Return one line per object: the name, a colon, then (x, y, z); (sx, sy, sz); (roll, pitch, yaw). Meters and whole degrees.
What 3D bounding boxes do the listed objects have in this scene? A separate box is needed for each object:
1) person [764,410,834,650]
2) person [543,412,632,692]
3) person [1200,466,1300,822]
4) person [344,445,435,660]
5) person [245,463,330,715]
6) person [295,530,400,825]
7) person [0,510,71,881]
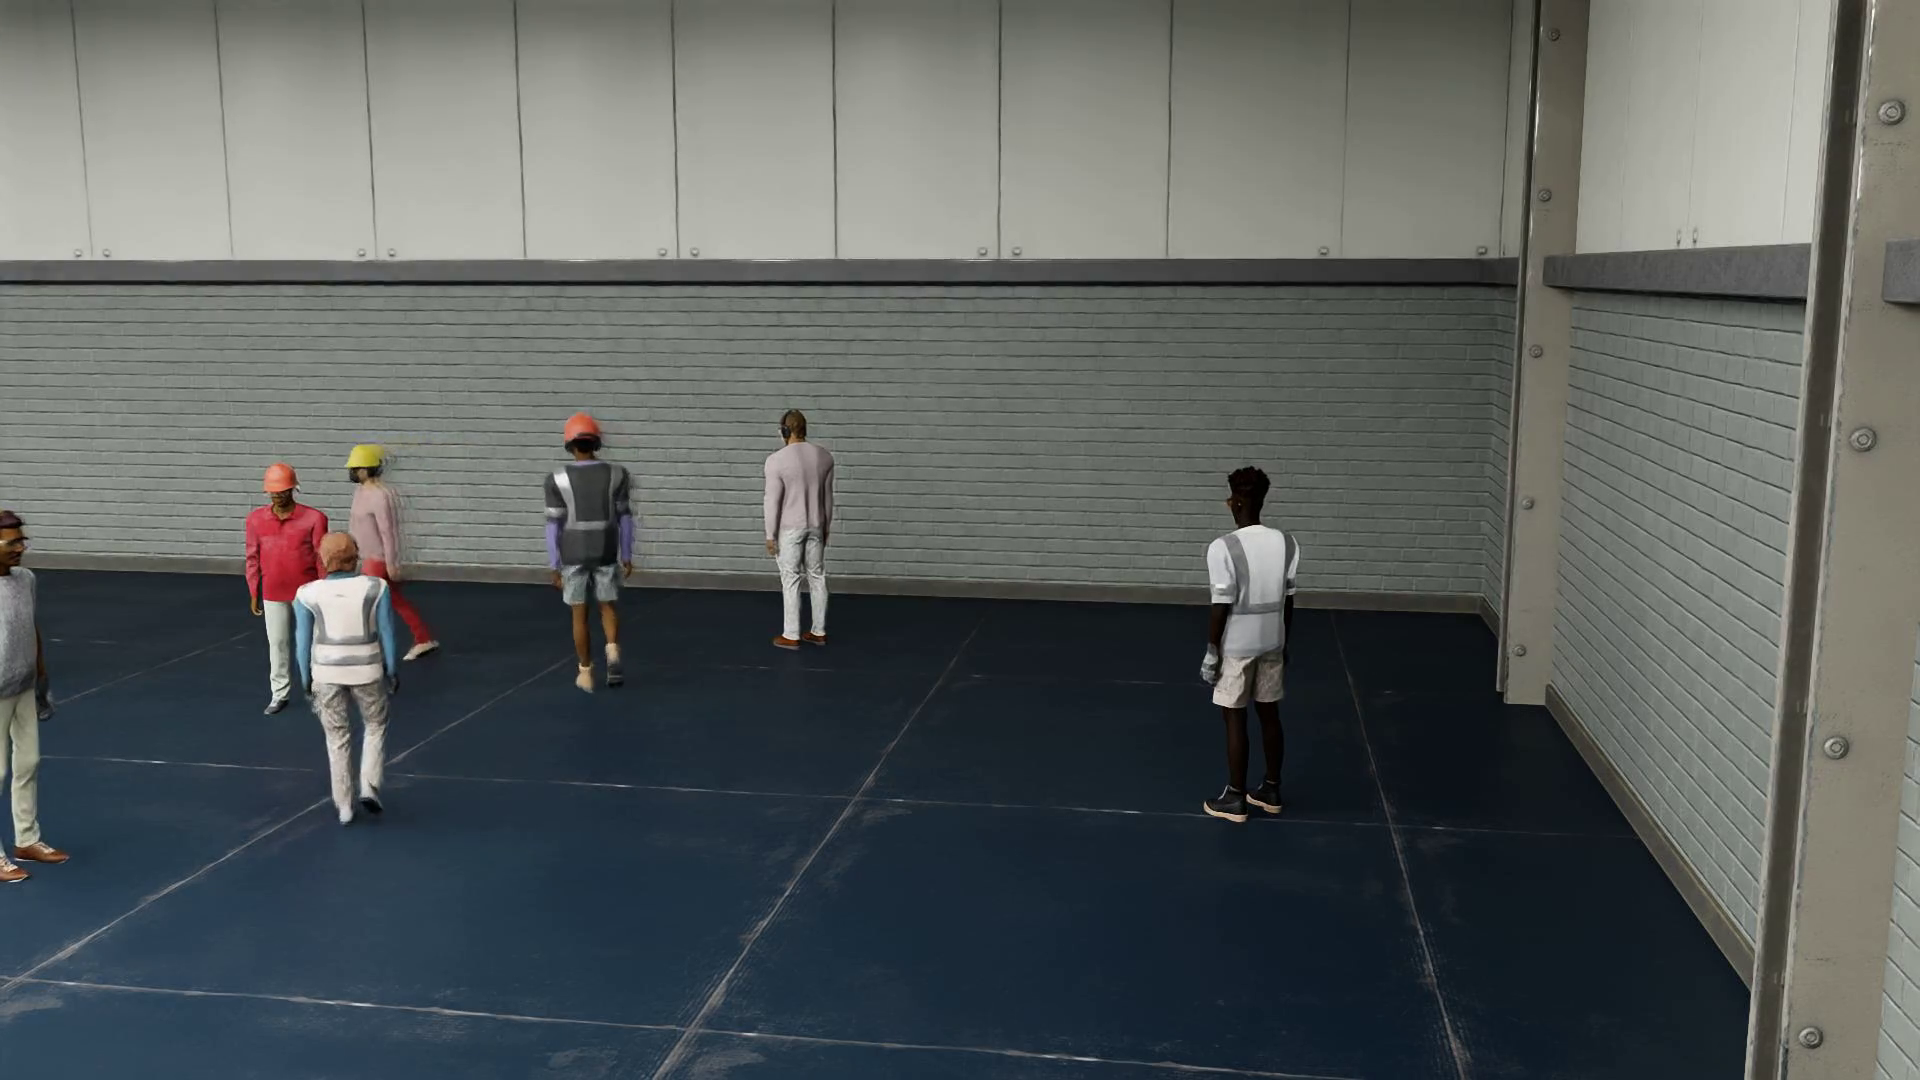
person: (-1.292, -0.080, 13.339); (0.631, 1.931, 0.376); (-7, 12, -38)
person: (-2.640, 0.107, 11.856); (0.626, 2.032, 0.553); (-4, 10, -25)
person: (1.591, 0.572, 9.204); (0.612, 1.961, 0.364); (-6, 11, -31)
person: (-4.444, 0.130, 12.677); (0.916, 1.726, 0.519); (-7, 11, -36)
person: (-4.577, 0.337, 11.340); (0.568, 1.744, 0.359); (-1, 9, -5)
person: (-3.361, 0.752, 9.135); (0.537, 1.621, 0.369); (-2, 9, -14)
person: (-4.759, 0.771, 8.320); (0.324, 1.862, 0.499); (2, 9, 10)
